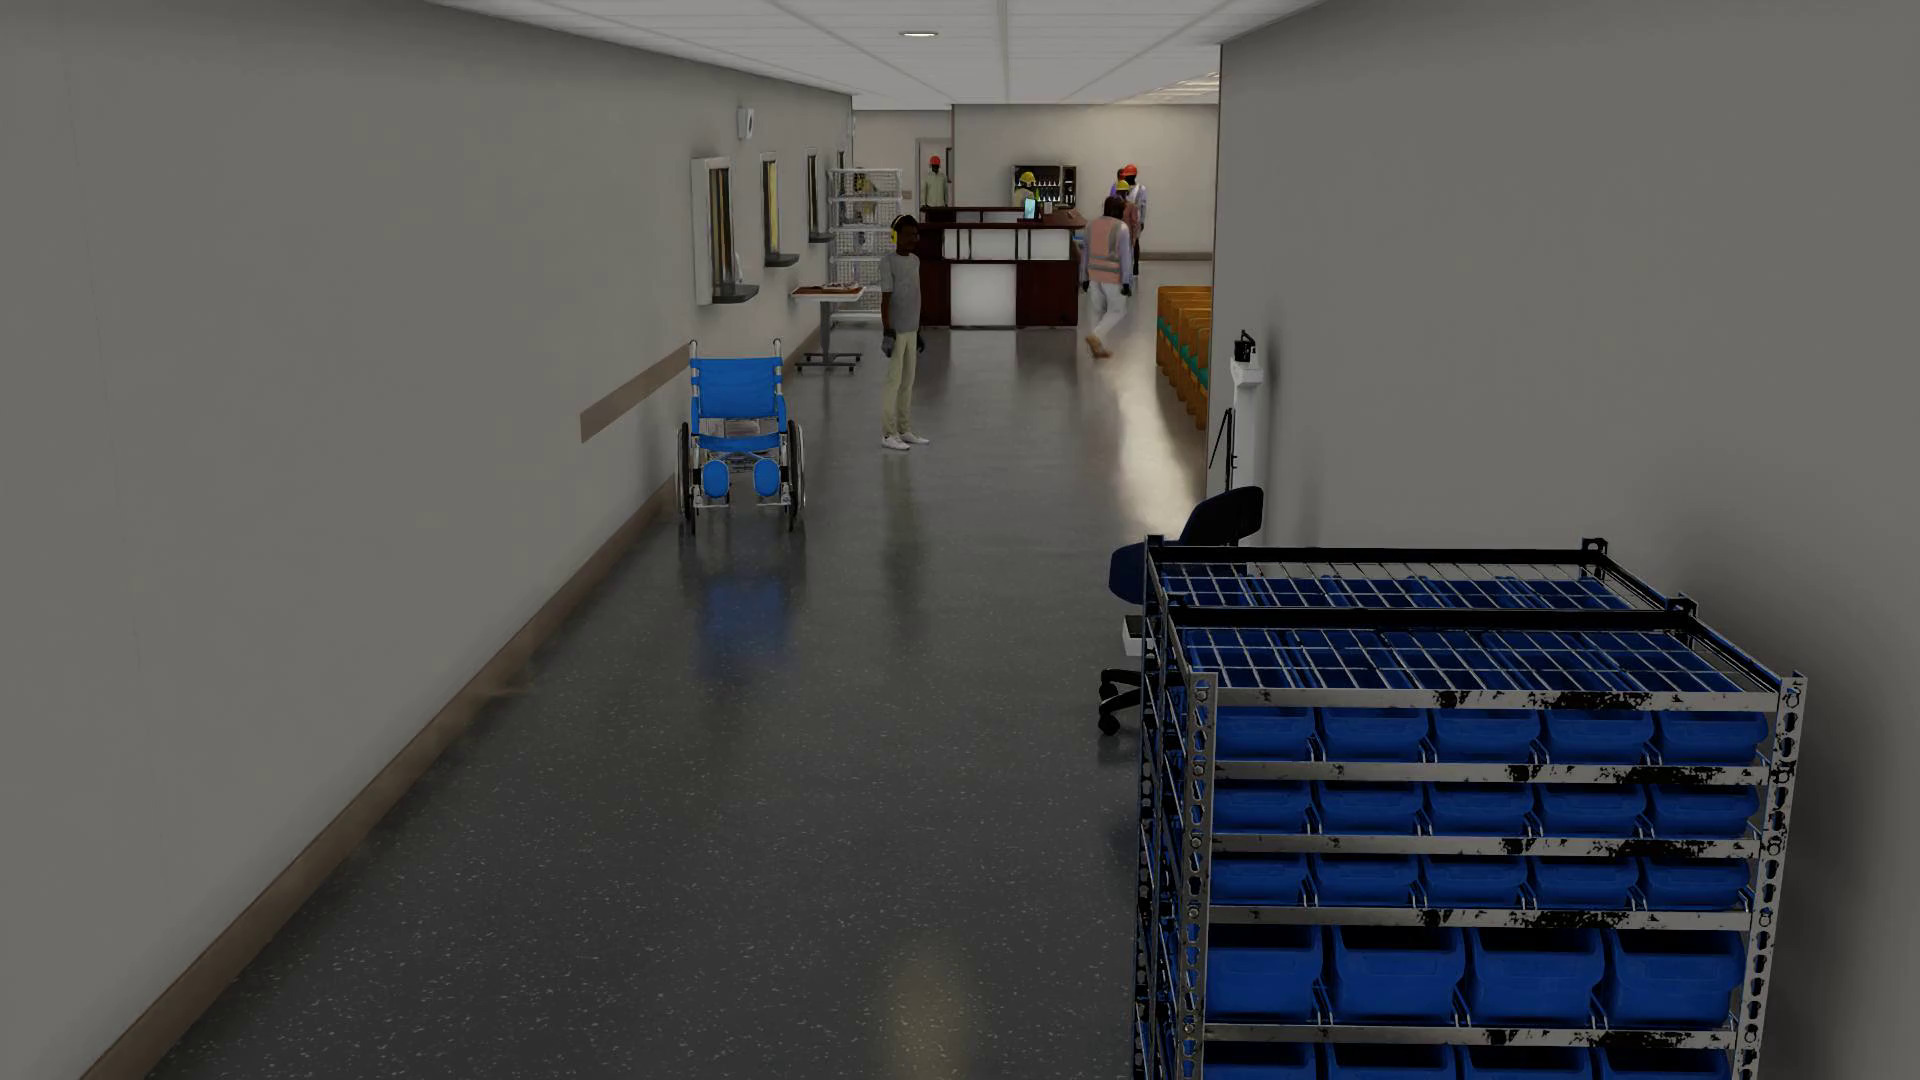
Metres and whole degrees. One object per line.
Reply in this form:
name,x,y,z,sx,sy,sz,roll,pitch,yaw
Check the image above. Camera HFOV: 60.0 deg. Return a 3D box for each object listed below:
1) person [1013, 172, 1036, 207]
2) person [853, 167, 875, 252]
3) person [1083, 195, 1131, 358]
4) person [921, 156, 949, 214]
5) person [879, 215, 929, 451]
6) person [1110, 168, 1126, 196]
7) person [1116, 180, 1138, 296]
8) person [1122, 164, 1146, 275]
person,1.131,-5.409,28.633,0.403,1.824,0.596,-7,15,-26
person,-2.001,-6.588,33.504,0.631,1.800,0.918,-5,15,-21
person,1.599,-2.896,18.437,0.684,1.823,0.546,13,19,43
person,-0.522,-7.094,35.113,0.625,1.992,0.386,-5,15,-21
person,-0.448,-1.661,13.336,0.312,1.863,0.535,8,16,30
person,2.914,-5.898,30.586,0.390,1.838,0.564,-4,14,-17
person,2.485,-4.646,25.648,0.532,1.771,0.300,9,16,31
person,3.014,-5.665,29.437,0.547,1.934,0.376,6,15,24
